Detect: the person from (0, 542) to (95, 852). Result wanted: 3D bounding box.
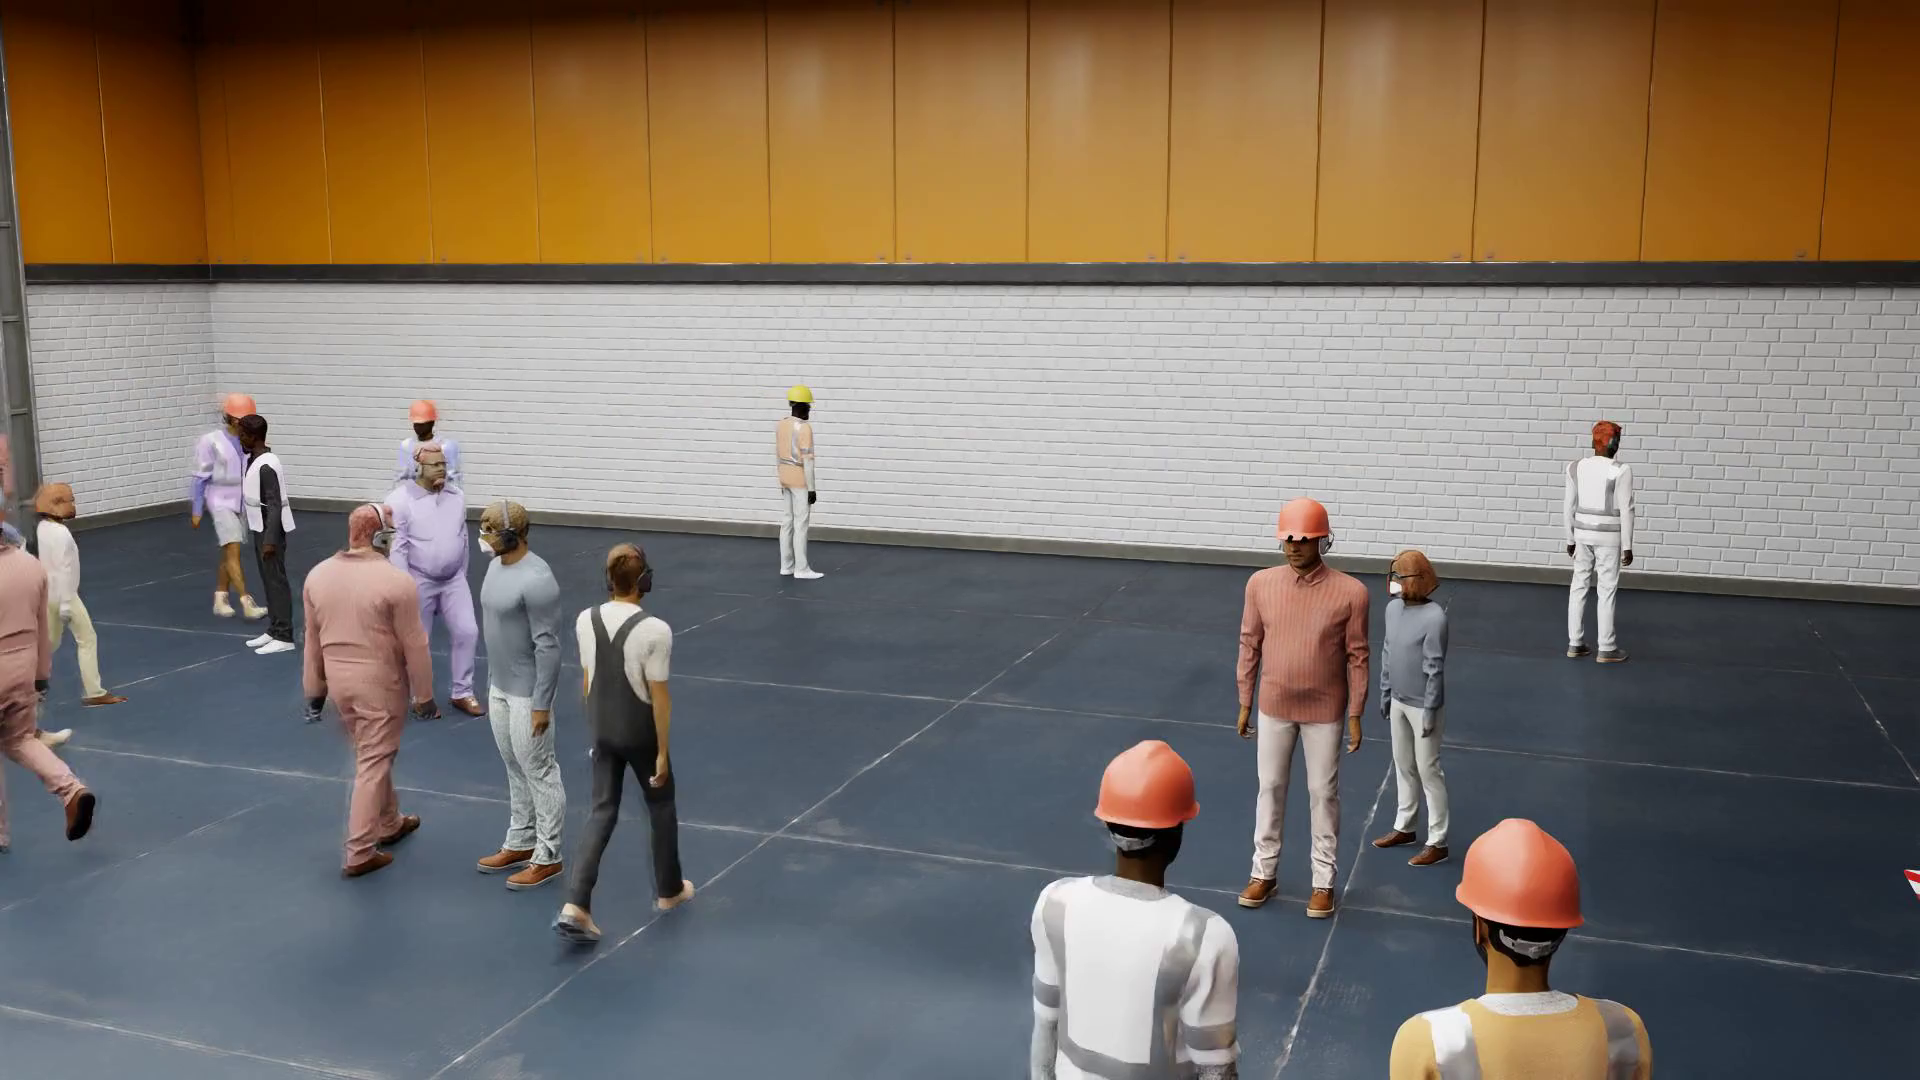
[{"bbox_3d":[-4.937,0.720,8.602,0.683,1.886,0.642,3,9,15],"label":"person"}]

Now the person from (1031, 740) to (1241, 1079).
[{"bbox_3d":[0.379,1.447,4.013,0.549,1.918,0.764,6,11,33],"label":"person"}]

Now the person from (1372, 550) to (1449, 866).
[{"bbox_3d":[2.337,0.852,8.582,0.306,1.623,0.500,-3,10,-20],"label":"person"}]

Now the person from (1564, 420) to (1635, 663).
[{"bbox_3d":[4.990,0.010,12.985,0.354,1.887,0.573,-7,12,-37],"label":"person"}]

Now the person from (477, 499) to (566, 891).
[{"bbox_3d":[-2.176,0.752,8.230,0.374,1.936,0.627,-7,12,-37],"label":"person"}]

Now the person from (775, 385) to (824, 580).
[{"bbox_3d":[-1.591,-0.573,16.484,0.387,1.922,0.593,-7,11,-36],"label":"person"}]

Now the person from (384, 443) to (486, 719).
[{"bbox_3d":[-3.529,0.291,11.212,0.653,1.889,0.639,8,12,42],"label":"person"}]

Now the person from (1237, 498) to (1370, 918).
[{"bbox_3d":[1.601,0.785,7.842,0.622,1.992,0.395,4,10,25],"label":"person"}]

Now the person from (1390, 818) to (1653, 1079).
[{"bbox_3d":[1.111,1.522,3.442,0.553,1.935,0.362,-2,9,-10],"label":"person"}]

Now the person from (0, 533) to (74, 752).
[{"bbox_3d":[-5.805,0.604,10.017,0.544,1.641,0.884,6,11,31],"label":"person"}]

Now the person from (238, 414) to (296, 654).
[{"bbox_3d":[-5.531,-0.055,13.295,0.396,1.917,0.590,-5,11,-30],"label":"person"}]

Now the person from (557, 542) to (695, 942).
[{"bbox_3d":[-1.546,0.916,7.615,0.504,1.815,0.854,3,10,18],"label":"person"}]

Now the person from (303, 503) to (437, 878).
[{"bbox_3d":[-2.932,0.732,8.548,0.657,1.870,0.849,4,10,21],"label":"person"}]

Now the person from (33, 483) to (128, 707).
[{"bbox_3d":[-6.253,0.404,11.433,0.776,1.606,0.504,-9,12,-43],"label":"person"}]

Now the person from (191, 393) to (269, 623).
[{"bbox_3d":[-6.254,-0.270,14.441,0.990,1.976,0.672,5,11,29],"label":"person"}]

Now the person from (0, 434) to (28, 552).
[{"bbox_3d":[-9.850,-0.550,16.880,0.530,1.753,0.505,2,9,13],"label":"person"}]

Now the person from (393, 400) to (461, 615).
[{"bbox_3d":[-4.747,-0.283,14.718,0.572,1.906,0.738,2,9,15],"label":"person"}]
